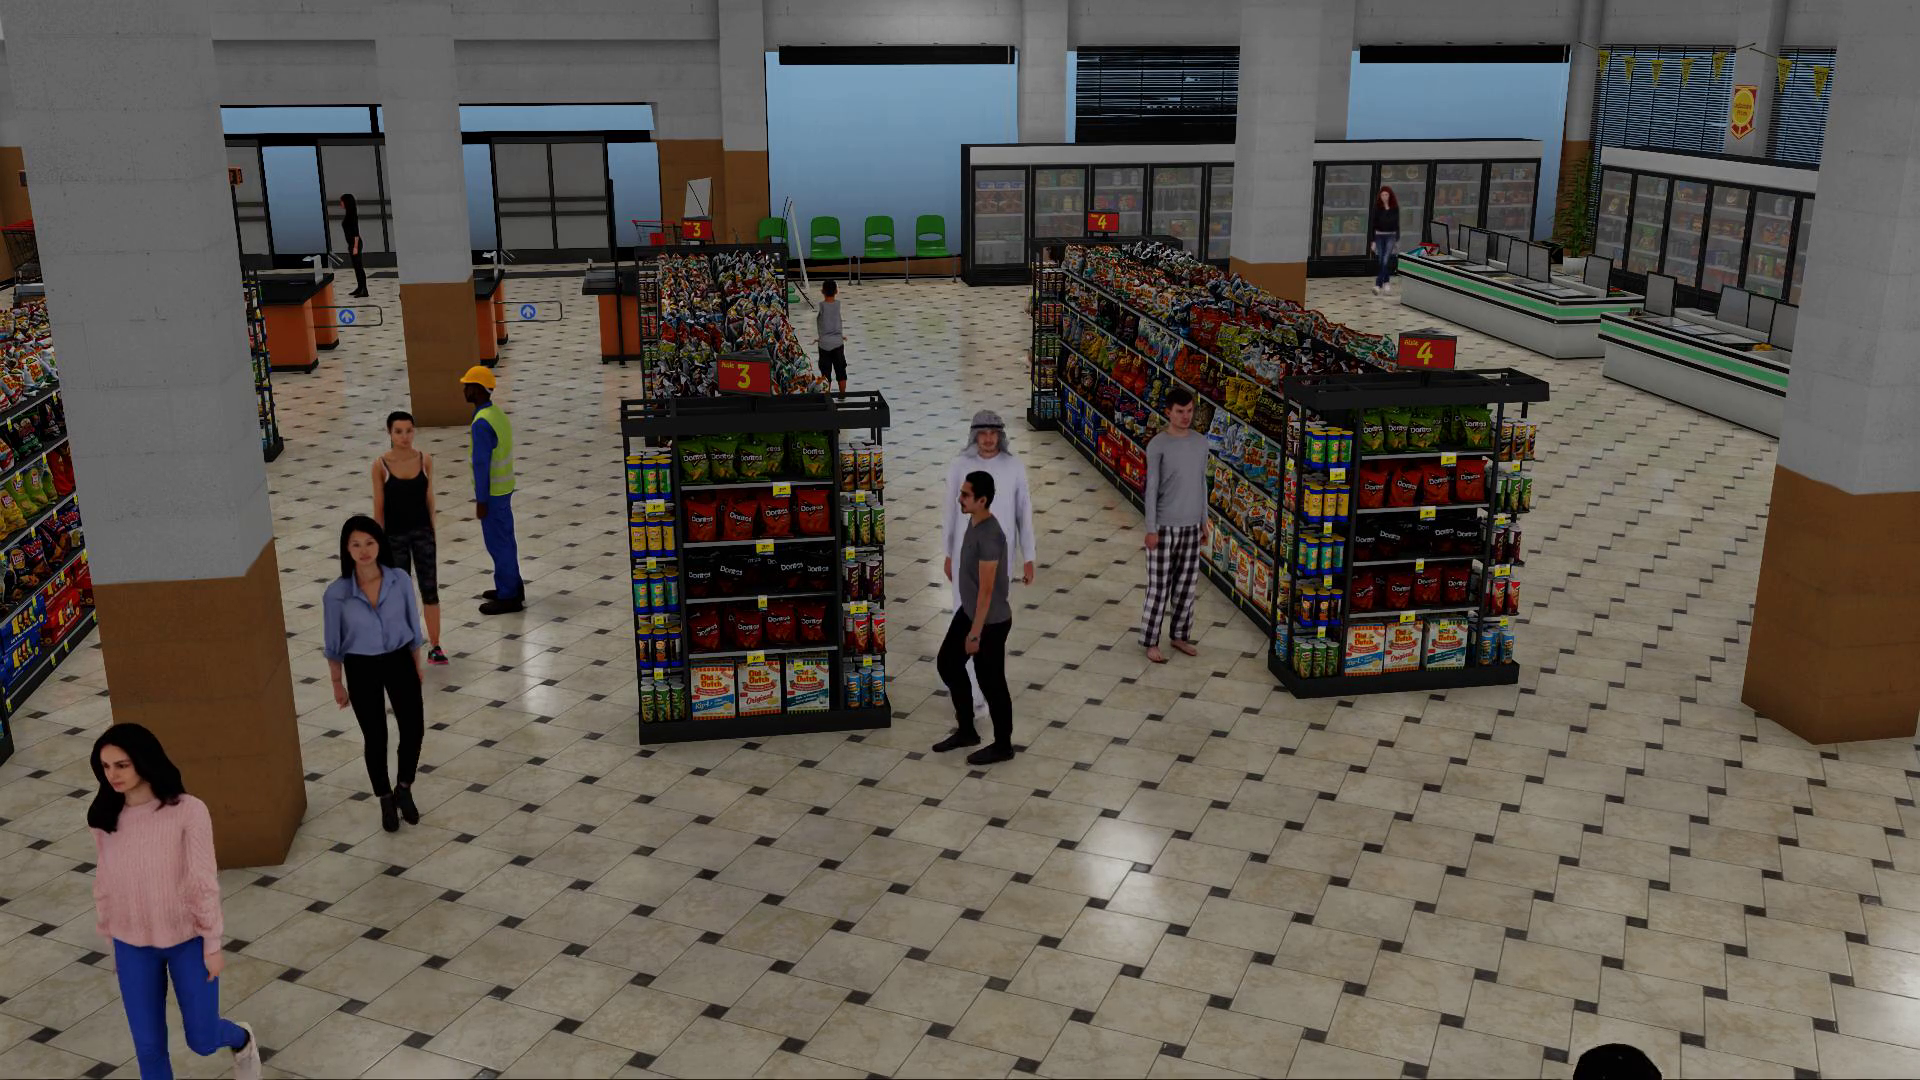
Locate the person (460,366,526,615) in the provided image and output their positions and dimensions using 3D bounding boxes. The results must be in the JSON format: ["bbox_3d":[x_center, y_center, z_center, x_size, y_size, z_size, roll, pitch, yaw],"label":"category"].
[{"bbox_3d":[-3.397,-0.374,12.113,0.720,1.812,0.506,-2,17,-6],"label":"person"}]

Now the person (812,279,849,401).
[{"bbox_3d":[-1.492,-2.348,19.229,0.614,1.455,0.541,-6,18,-19],"label":"person"}]

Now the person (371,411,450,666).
[{"bbox_3d":[-3.733,-0.026,11.162,0.801,1.698,1.067,-9,19,-26],"label":"person"}]

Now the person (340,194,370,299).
[{"bbox_3d":[-9.768,-4.757,26.843,0.713,1.641,0.571,-10,20,-31],"label":"person"}]

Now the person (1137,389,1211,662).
[{"bbox_3d":[1.447,-0.112,11.189,0.678,1.847,0.609,-7,18,-22],"label":"person"}]

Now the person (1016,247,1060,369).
[{"bbox_3d":[1.171,-2.962,21.028,1.017,1.585,1.123,-12,21,-34],"label":"person"}]

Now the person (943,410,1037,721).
[{"bbox_3d":[0.138,0.103,10.393,0.693,1.897,1.098,-3,17,-10],"label":"person"}]

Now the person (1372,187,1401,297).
[{"bbox_3d":[6.863,-4.760,26.742,1.070,1.705,1.294,6,18,19],"label":"person"}]

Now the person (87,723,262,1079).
[{"bbox_3d":[-2.877,1.472,6.138,0.775,1.750,0.992,1,17,3],"label":"person"}]

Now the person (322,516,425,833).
[{"bbox_3d":[-3.055,0.696,8.728,0.743,1.731,0.729,-9,19,-27],"label":"person"}]

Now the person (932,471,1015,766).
[{"bbox_3d":[0.217,0.443,9.543,0.720,1.741,0.633,-4,17,-14],"label":"person"}]
